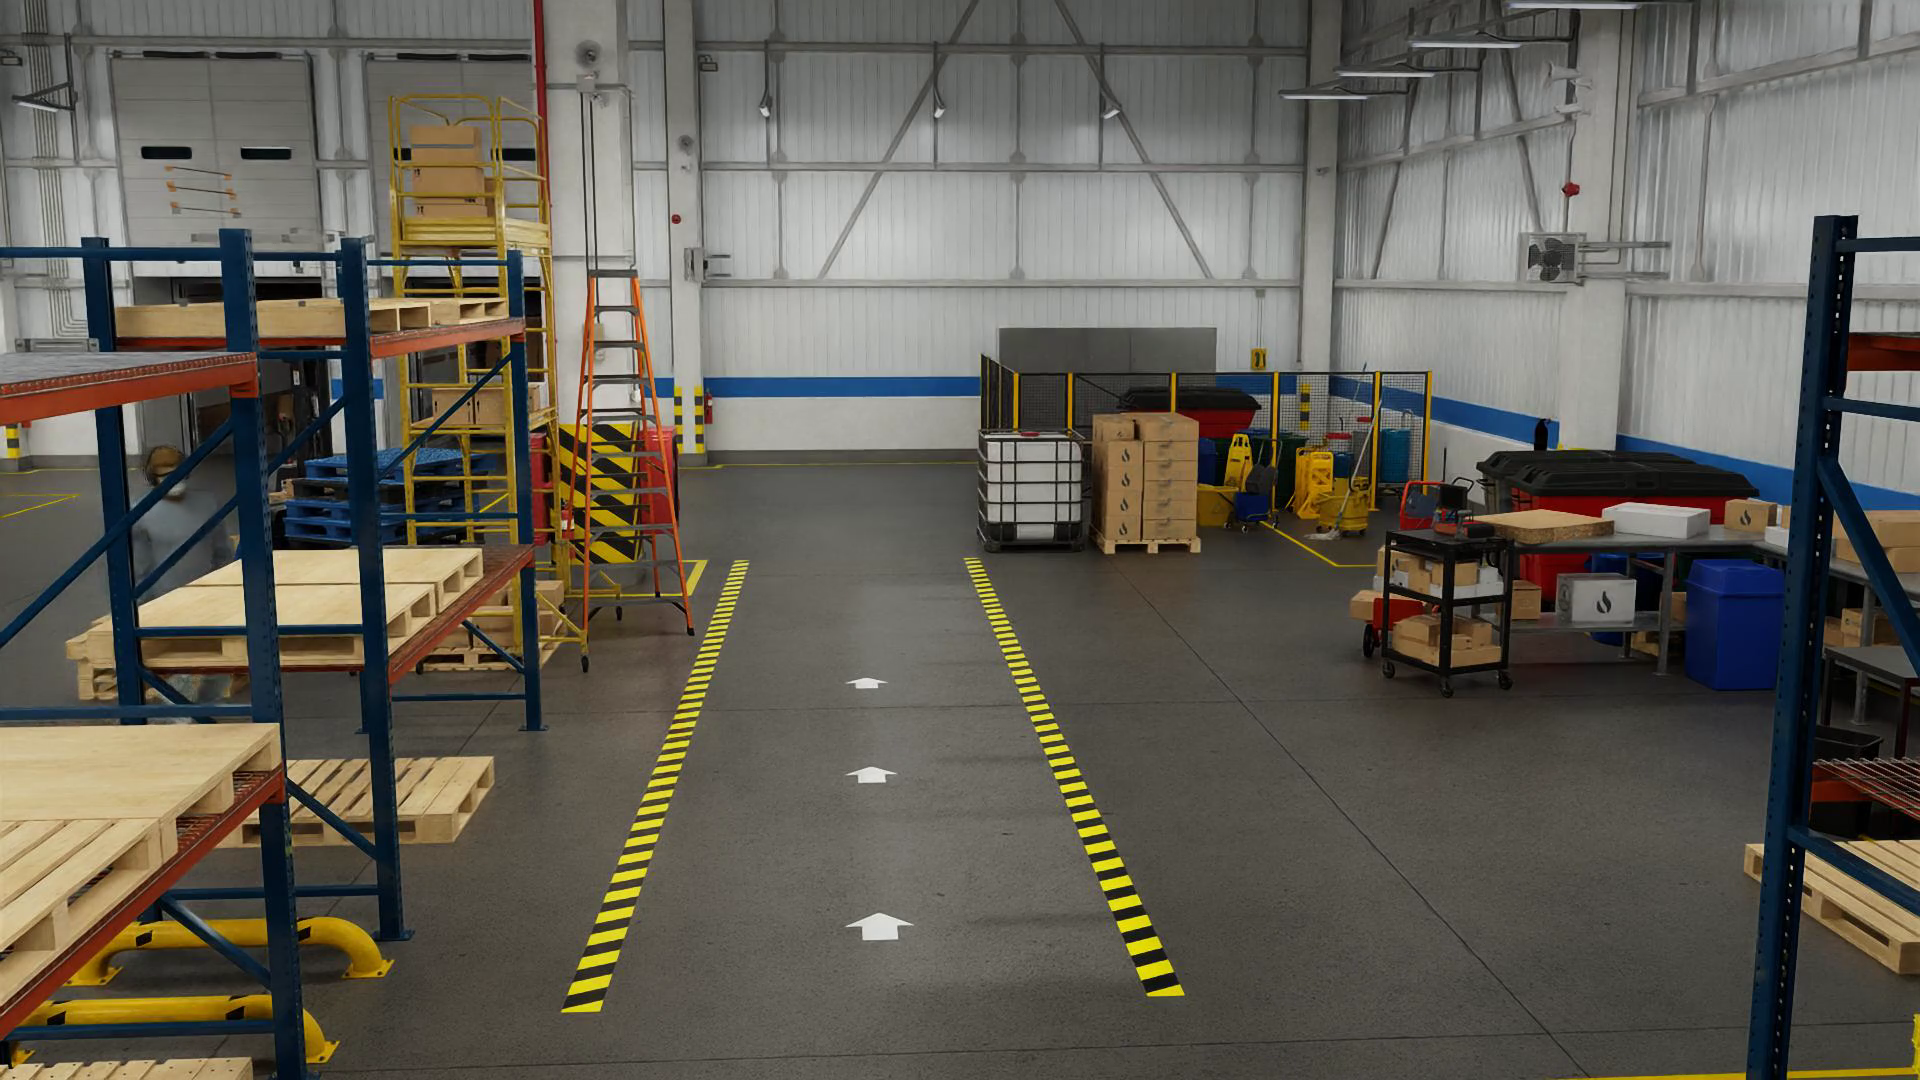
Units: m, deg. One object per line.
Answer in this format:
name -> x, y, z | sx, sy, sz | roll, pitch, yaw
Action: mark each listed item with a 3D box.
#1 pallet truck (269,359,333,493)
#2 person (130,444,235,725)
pallet truck -> -7.062, -1.131, 18.996 | 1.885, 1.965, 0.823 | 2, 9, 13
person -> -4.451, 0.401, 9.595 | 0.475, 1.925, 0.657 | 7, 11, 36
